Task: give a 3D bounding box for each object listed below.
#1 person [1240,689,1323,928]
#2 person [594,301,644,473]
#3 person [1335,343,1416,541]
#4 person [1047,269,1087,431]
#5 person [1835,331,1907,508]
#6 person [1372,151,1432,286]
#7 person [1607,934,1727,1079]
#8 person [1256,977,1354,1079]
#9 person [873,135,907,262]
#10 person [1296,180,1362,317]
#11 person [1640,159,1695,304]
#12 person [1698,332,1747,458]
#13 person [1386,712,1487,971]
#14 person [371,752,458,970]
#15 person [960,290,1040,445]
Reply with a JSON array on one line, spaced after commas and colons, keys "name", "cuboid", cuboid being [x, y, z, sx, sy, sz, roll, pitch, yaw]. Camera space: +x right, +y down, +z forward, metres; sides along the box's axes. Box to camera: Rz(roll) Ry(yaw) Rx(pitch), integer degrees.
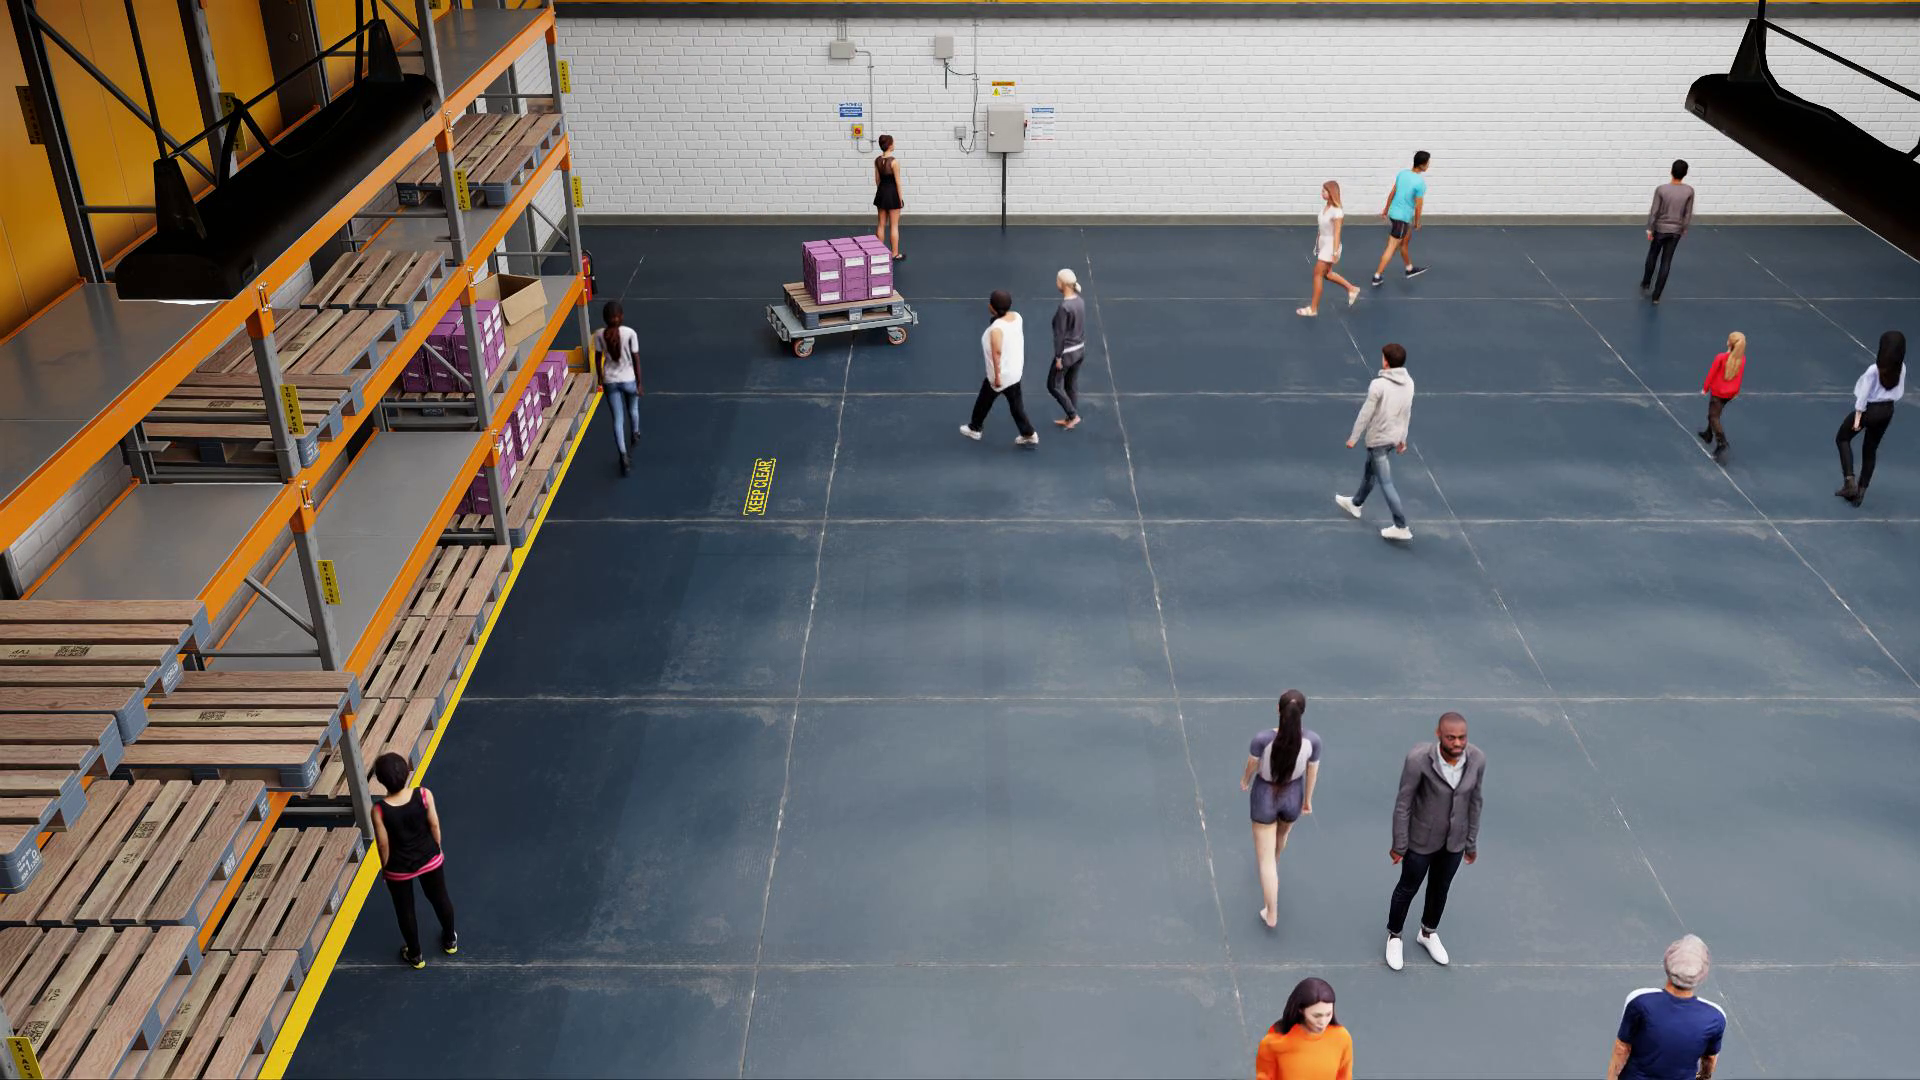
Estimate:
[{"name": "person", "cuboid": [2.033, 1.727, 10.592, 0.644, 1.608, 1.030, -2, 29, -3]}, {"name": "person", "cuboid": [-3.366, -1.495, 16.428, 0.687, 1.676, 1.132, -3, 29, -6]}, {"name": "person", "cuboid": [3.905, -0.852, 15.104, 1.152, 1.816, 1.308, -19, 34, -31]}, {"name": "person", "cuboid": [1.196, -1.930, 17.197, 0.877, 1.704, 0.811, 18, 34, 30]}, {"name": "person", "cuboid": [8.640, -1.107, 15.655, 0.697, 1.735, 0.675, -5, 29, -10]}, {"name": "person", "cuboid": [5.525, -4.056, 21.077, 0.989, 1.720, 1.072, -16, 32, -26]}, {"name": "person", "cuboid": [3.499, 2.830, 8.384, 0.902, 1.786, 1.218, 9, 30, 15]}, {"name": "person", "cuboid": [1.673, 2.842, 8.420, 0.712, 1.732, 0.917, -4, 29, -7]}, {"name": "person", "cuboid": [-0.951, -4.541, 22.015, 0.679, 1.673, 0.724, 20, 34, 32]}, {"name": "person", "cuboid": [4.549, -3.525, 20.155, 0.717, 1.670, 0.998, -4, 29, -8]}, {"name": "person", "cuboid": [8.746, -3.780, 20.545, 0.816, 1.744, 0.993, 6, 29, 11]}, {"name": "person", "cuboid": [7.728, -1.471, 16.815, 0.597, 1.263, 0.913, -5, 29, -10]}, {"name": "person", "cuboid": [2.902, 1.819, 10.205, 0.740, 1.818, 0.627, -3, 29, -6]}, {"name": "person", "cuboid": [-3.376, 1.953, 10.235, 0.621, 1.553, 0.656, -18, 33, -29]}, {"name": "person", "cuboid": [0.487, -1.700, 16.833, 1.109, 1.649, 1.137, 18, 34, 30]}]
